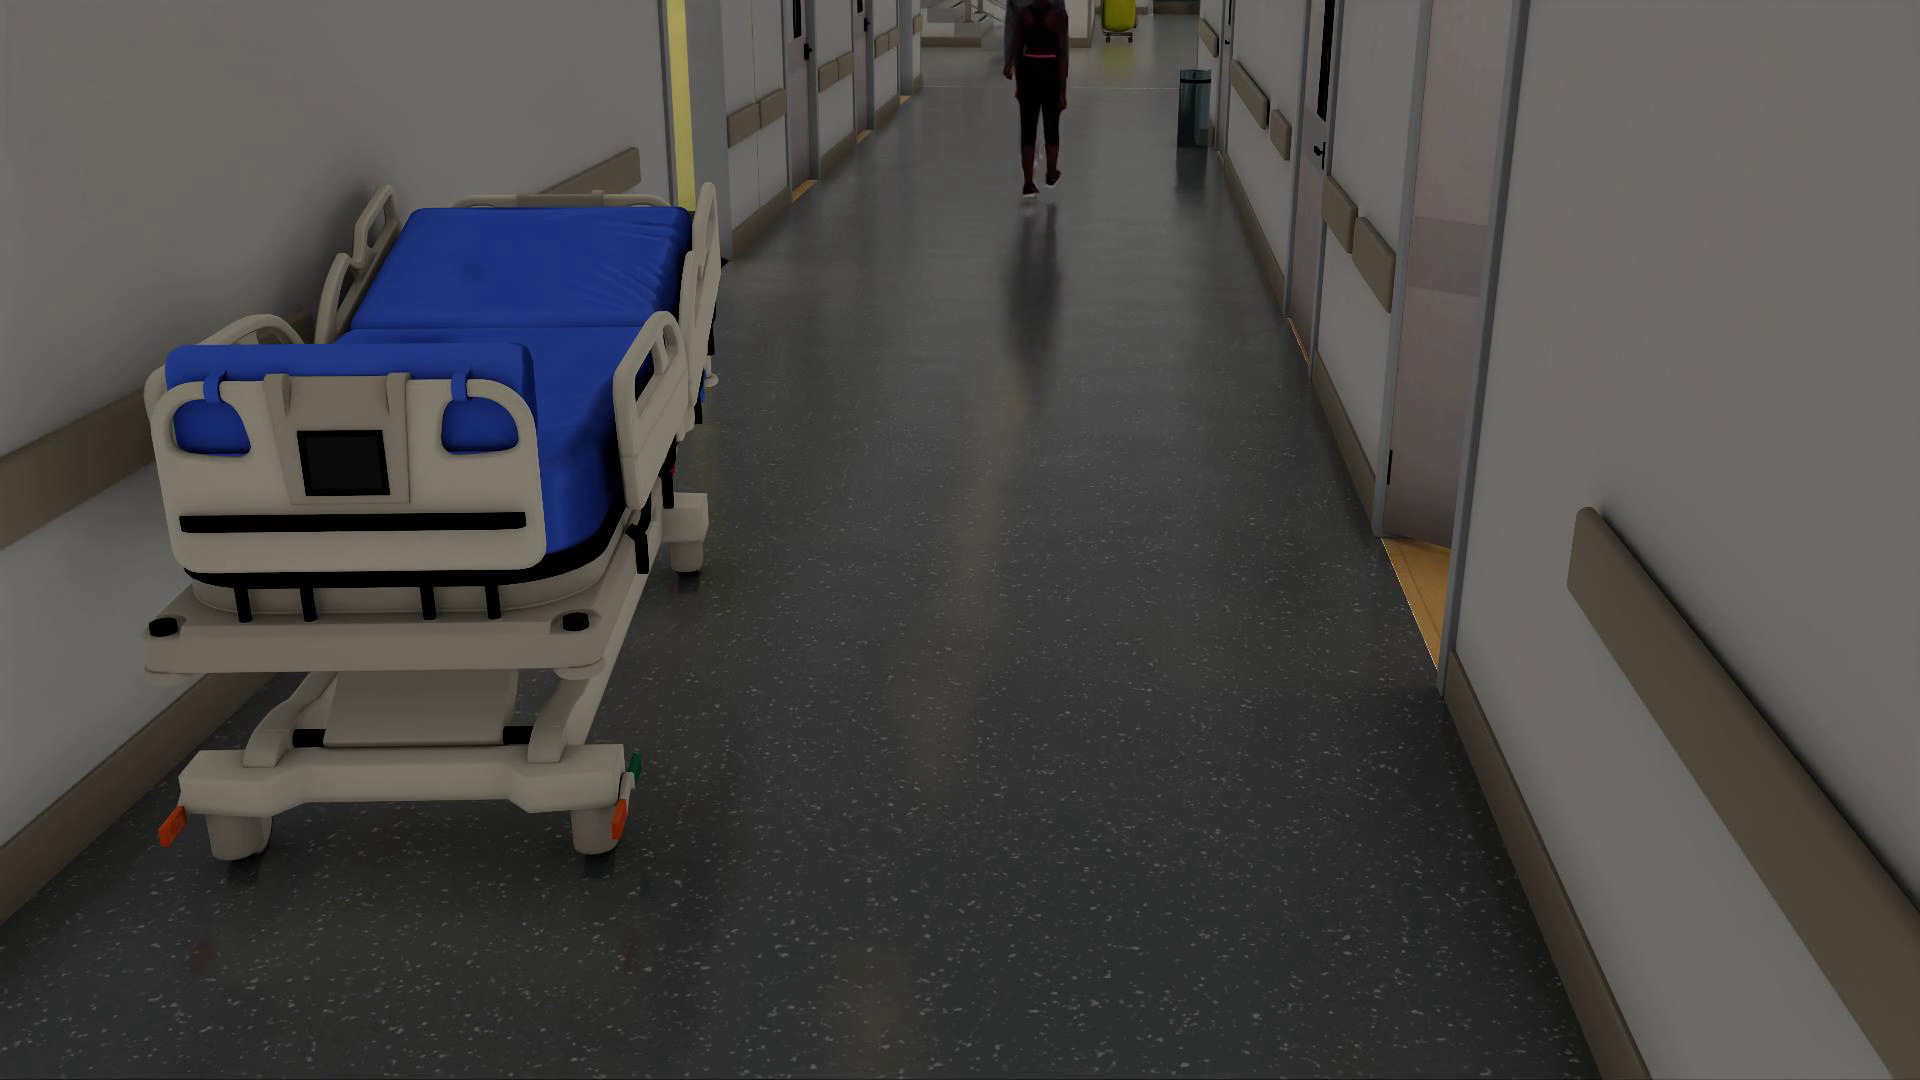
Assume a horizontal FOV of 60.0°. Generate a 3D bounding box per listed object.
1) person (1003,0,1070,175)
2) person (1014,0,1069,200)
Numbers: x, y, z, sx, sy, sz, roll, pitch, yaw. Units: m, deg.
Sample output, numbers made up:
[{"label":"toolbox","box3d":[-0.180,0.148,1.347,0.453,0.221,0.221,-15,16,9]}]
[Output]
[{"label":"person","box3d":[0.620,-4.021,14.123,1.134,1.808,0.843,5,21,12]},{"label":"person","box3d":[0.585,-3.469,12.801,1.142,1.713,0.788,5,21,13]}]
